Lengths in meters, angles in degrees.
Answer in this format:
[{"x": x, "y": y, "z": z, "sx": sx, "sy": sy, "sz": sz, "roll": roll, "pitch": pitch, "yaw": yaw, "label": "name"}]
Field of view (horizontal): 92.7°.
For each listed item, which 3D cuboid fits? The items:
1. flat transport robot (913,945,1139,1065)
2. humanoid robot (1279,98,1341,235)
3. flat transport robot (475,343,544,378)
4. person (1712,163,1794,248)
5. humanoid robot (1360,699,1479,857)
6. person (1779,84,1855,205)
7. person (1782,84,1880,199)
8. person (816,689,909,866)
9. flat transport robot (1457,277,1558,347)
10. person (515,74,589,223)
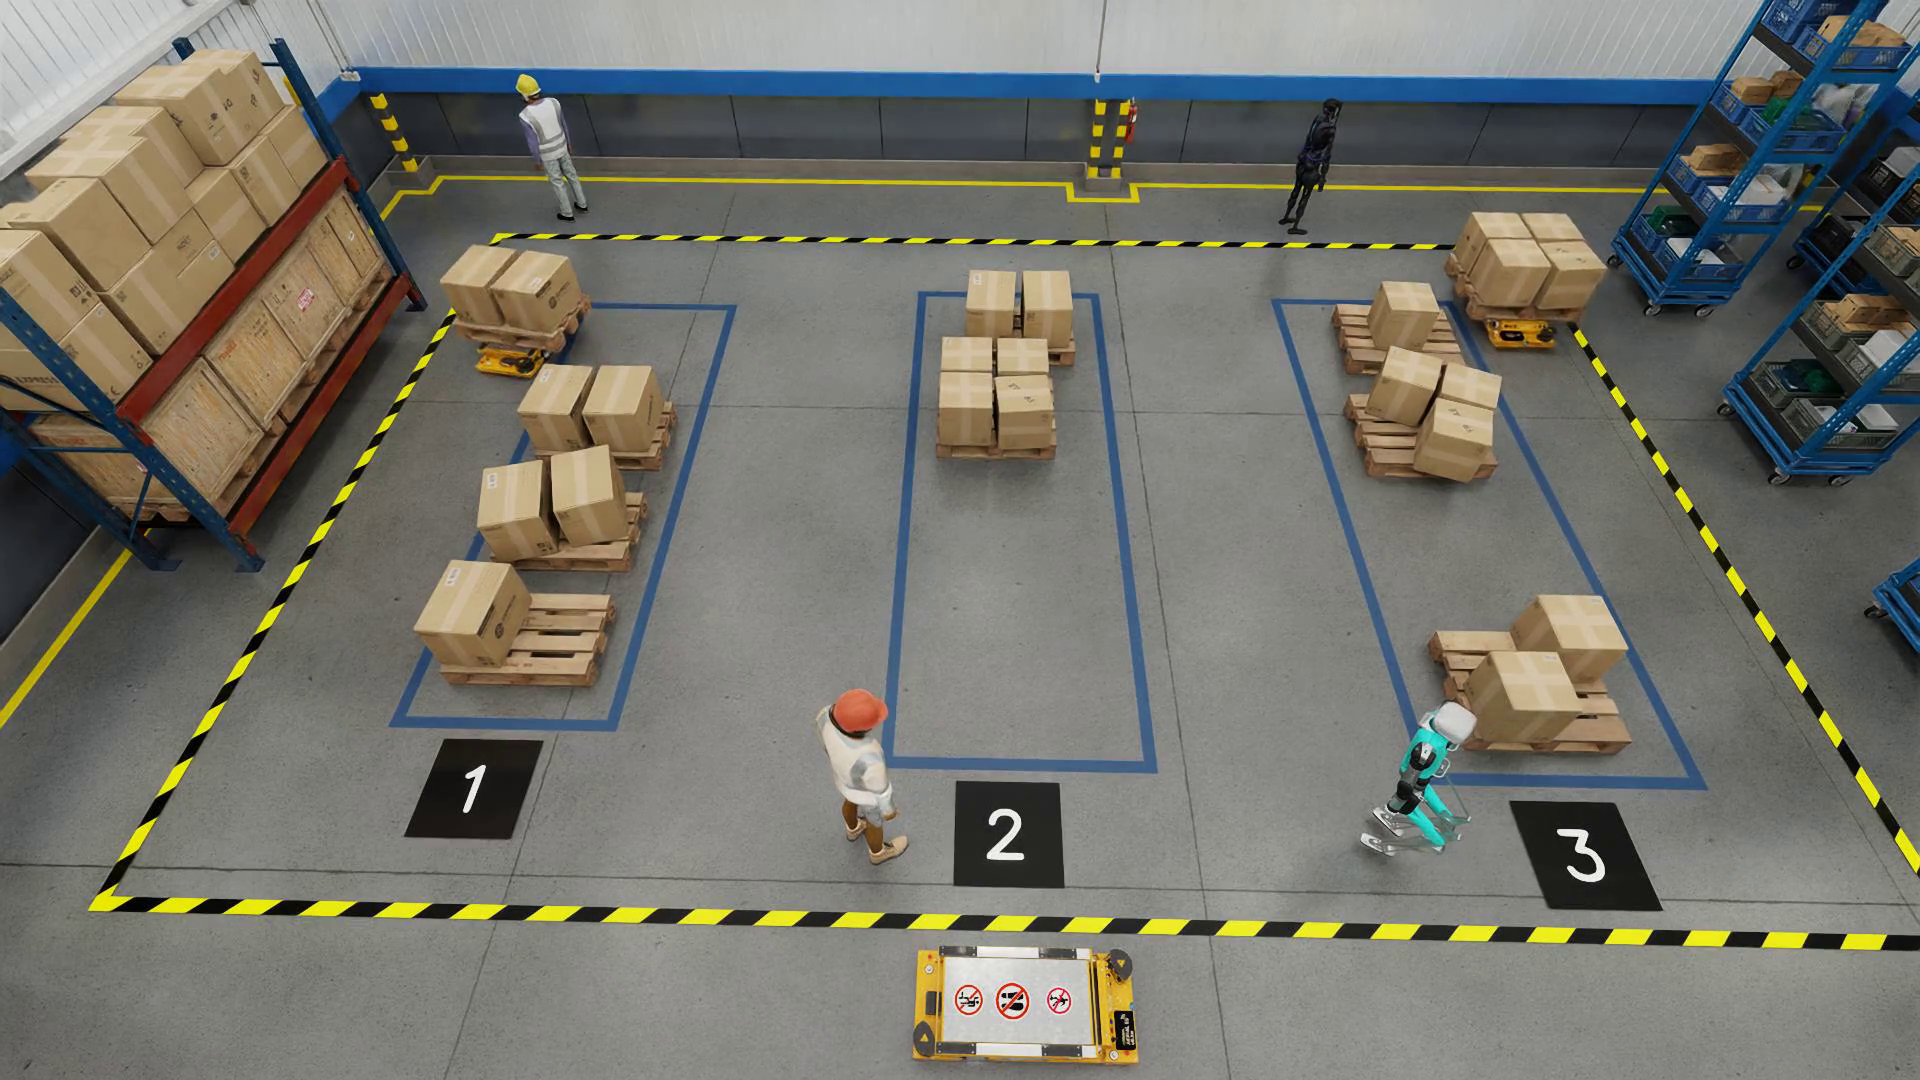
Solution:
[{"x": 0.422, "y": 3.041, "z": 6.007, "sx": 1.431, "sy": 0.231, "sz": 0.659, "roll": 1, "pitch": 51, "yaw": 1, "label": "flat transport robot"}, {"x": 4.352, "y": -4.632, "z": 11.346, "sx": 0.315, "sy": 1.653, "sz": 0.599, "roll": -8, "pitch": 51, "yaw": -6, "label": "humanoid robot"}, {"x": -4.874, "y": -2.414, "z": 10.435, "sx": 0.652, "sy": 0.197, "sz": 1.431, "roll": 8, "pitch": 51, "yaw": 7, "label": "flat transport robot"}, {"x": 9.323, "y": -4.045, "z": 10.832, "sx": 0.483, "sy": 1.741, "sz": 0.301, "roll": -14, "pitch": 52, "yaw": -12, "label": "person"}, {"x": 3.164, "y": 1.702, "z": 6.067, "sx": 0.735, "sy": 1.673, "sz": 0.533, "roll": 35, "pitch": 59, "yaw": 25, "label": "humanoid robot"}, {"x": 10.807, "y": -5.129, "z": 11.652, "sx": 0.576, "sy": 1.840, "sz": 0.411, "roll": -20, "pitch": 53, "yaw": -15, "label": "person"}, {"x": 10.986, "y": -5.314, "z": 11.688, "sx": 0.526, "sy": 2.033, "sz": 0.611, "roll": -31, "pitch": 57, "yaw": -23, "label": "person"}, {"x": -0.627, "y": 1.567, "z": 6.066, "sx": 0.384, "sy": 2.039, "sz": 0.613, "roll": -36, "pitch": 59, "yaw": -25, "label": "person"}, {"x": 6.386, "y": -2.790, "z": 10.743, "sx": 0.652, "sy": 0.197, "sz": 1.431, "roll": 1, "pitch": 51, "yaw": 1, "label": "flat transport robot"}, {"x": -5.109, "y": -4.875, "z": 11.447, "sx": 0.404, "sy": 1.836, "sz": 0.595, "roll": 25, "pitch": 55, "yaw": 19, "label": "person"}]
